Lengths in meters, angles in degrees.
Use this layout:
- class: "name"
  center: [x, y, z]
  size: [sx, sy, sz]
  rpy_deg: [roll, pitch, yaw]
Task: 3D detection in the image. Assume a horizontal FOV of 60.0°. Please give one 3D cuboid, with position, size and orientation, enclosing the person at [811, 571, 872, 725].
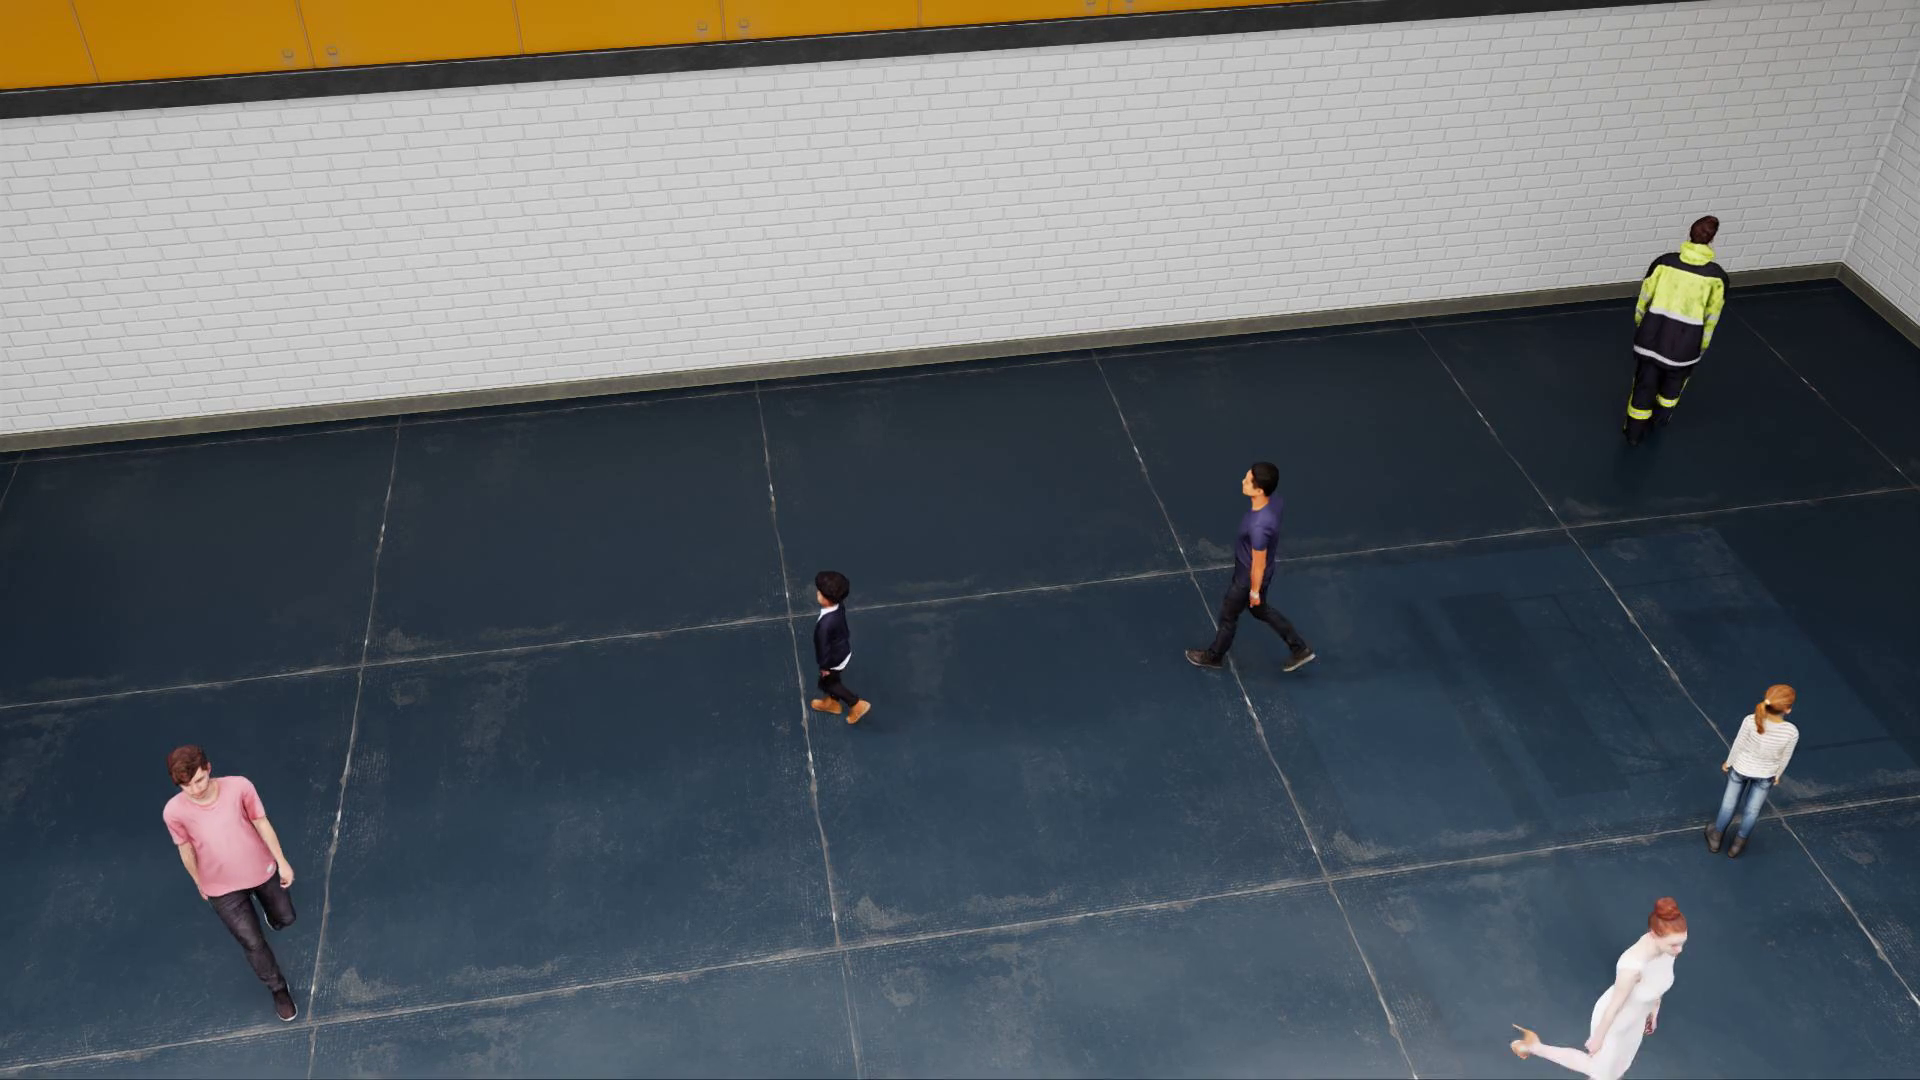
- class: "person"
  center: [-0.788, 0.722, 10.859]
  size: [0.714, 1.216, 0.696]
  rpy_deg: [10, 40, 12]

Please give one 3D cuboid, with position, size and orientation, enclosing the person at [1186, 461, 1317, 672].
- class: "person"
  center: [2.030, 0.229, 11.034]
  size: [1.060, 1.768, 1.146]
  rpy_deg: [12, 40, 14]

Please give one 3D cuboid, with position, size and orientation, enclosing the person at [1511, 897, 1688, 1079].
- class: "person"
  center: [3.227, 2.357, 8.361]
  size: [0.817, 1.779, 0.952]
  rpy_deg: [-25, 45, -28]

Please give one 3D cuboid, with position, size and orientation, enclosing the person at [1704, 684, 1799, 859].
- class: "person"
  center: [4.743, 1.387, 9.948]
  size: [0.550, 1.313, 0.595]
  rpy_deg: [17, 42, 20]

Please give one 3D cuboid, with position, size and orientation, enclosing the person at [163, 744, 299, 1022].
- class: "person"
  center: [-3.907, 1.745, 8.997]
  size: [0.890, 1.940, 1.097]
  rpy_deg: [-23, 44, -26]

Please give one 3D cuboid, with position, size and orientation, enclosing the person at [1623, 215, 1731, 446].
- class: "person"
  center: [5.619, -1.609, 13.180]
  size: [1.052, 1.961, 1.118]
  rpy_deg: [19, 42, 22]
